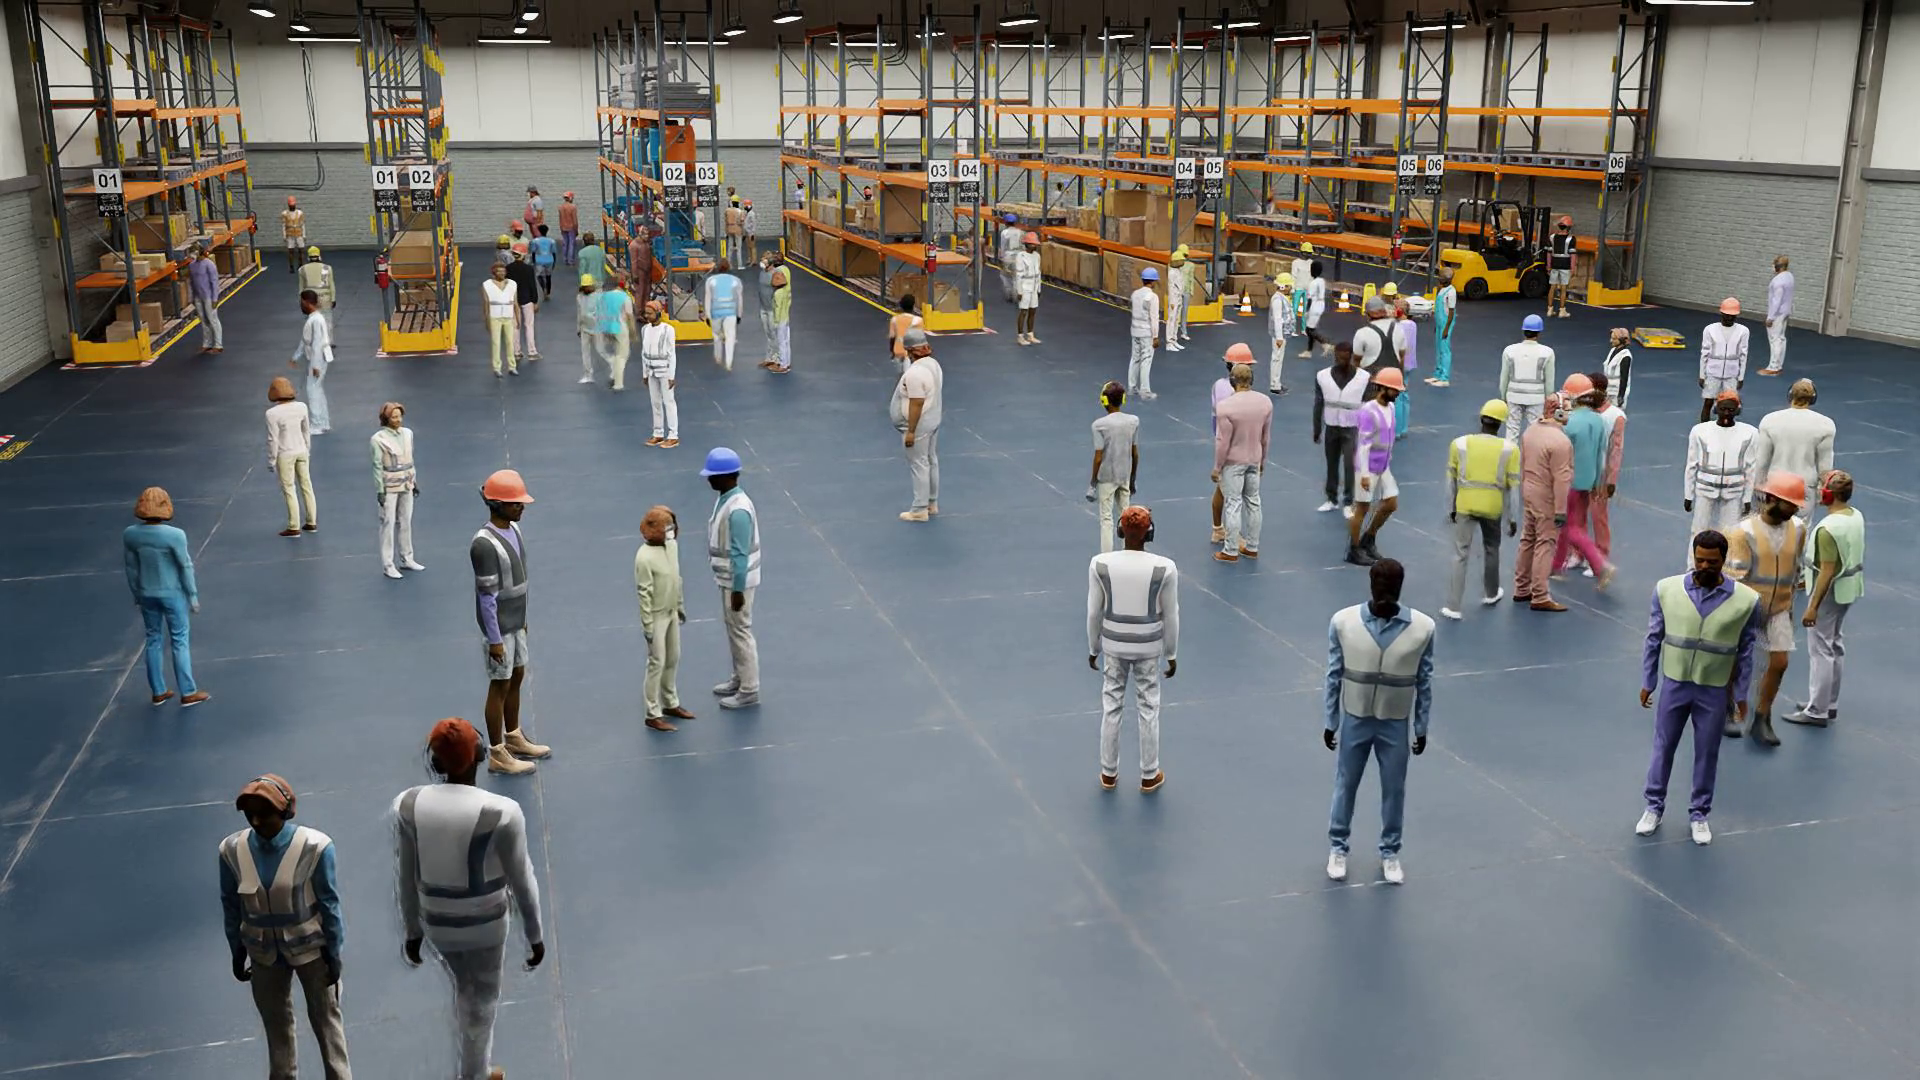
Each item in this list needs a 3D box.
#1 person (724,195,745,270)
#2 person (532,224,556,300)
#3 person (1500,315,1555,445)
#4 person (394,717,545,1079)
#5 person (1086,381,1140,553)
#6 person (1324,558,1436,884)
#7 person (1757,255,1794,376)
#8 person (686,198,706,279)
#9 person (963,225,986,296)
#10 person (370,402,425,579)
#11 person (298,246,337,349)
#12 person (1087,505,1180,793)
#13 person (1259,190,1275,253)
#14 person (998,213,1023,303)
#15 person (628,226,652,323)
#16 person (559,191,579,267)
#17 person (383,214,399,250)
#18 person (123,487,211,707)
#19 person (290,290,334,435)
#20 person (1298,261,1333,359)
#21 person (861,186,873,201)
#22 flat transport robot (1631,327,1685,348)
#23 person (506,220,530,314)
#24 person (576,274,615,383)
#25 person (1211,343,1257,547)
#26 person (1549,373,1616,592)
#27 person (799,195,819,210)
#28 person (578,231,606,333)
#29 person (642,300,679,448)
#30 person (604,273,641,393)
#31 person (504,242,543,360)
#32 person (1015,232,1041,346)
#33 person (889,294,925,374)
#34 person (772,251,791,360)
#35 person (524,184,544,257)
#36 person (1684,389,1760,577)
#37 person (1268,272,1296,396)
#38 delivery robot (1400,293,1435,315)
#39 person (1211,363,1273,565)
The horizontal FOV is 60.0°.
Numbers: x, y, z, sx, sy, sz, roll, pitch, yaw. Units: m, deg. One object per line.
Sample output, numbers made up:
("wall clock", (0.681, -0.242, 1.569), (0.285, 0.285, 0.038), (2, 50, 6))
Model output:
("person", (-5.841, -8.001, 43.294), (0.583, 1.917, 0.404), (5, 16, 19))
("person", (-9.134, -6.113, 36.618), (0.538, 1.680, 0.641), (-8, 17, -26))
("person", (6.548, -1.627, 19.235), (0.602, 1.949, 0.394), (9, 17, 30))
("person", (-2.052, 1.635, 7.133), (0.607, 1.854, 0.659), (4, 15, 15))
("person", (1.400, -0.532, 15.280), (0.521, 1.865, 0.327), (-7, 17, -26))
("person", (2.357, 1.007, 9.411), (0.602, 1.909, 0.392), (3, 15, 11))
("person", (13.108, -3.596, 26.669), (0.372, 1.936, 0.629), (14, 20, 42))
("person", (-6.587, -7.461, 41.119), (0.611, 1.985, 0.393), (-6, 16, -21))
("person", (0.314, -6.236, 37.199), (0.531, 1.616, 0.682), (1, 15, 5))
("person", (-5.246, -0.474, 15.488), (0.314, 1.639, 0.517), (7, 16, 24))
("person", (-11.389, -4.287, 29.509), (0.609, 1.821, 0.412), (-2, 15, -6))
("person", (1.103, 0.698, 10.613), (0.584, 1.882, 0.349), (3, 15, 13))
("person", (8.456, -8.620, 45.598), (0.545, 1.912, 0.786), (-6, 16, -23))
("person", (1.069, -6.122, 36.174), (0.618, 1.931, 0.526), (-9, 17, -31))
("person", (-6.316, -5.286, 33.116), (0.400, 1.892, 0.659), (5, 16, 18))
("person", (-10.342, -8.239, 44.079), (0.605, 1.977, 0.434), (10, 18, 32))
("person", (-15.155, -8.270, 44.532), (0.622, 1.789, 0.469), (5, 16, 18))
("person", (-5.813, 0.416, 12.151), (0.507, 1.631, 0.266), (2, 15, 9))
("person", (-8.615, -2.368, 22.113), (0.540, 1.907, 0.628), (-7, 16, -25))
("person", (6.065, -3.891, 28.253), (0.556, 1.683, 0.543), (8, 17, 28))
("person", (-2.721, -9.539, 49.188), (0.508, 1.862, 0.325), (7, 17, 26))
("flat transport robot", (12.650, -3.669, 30.134), (0.652, 0.197, 1.431), (3, 15, 11))
("person", (-8.969, -5.495, 33.743), (0.606, 1.977, 0.474), (-12, 19, -39))
("person", (-5.715, -3.326, 26.086), (0.498, 1.725, 0.597), (9, 17, 29))
("person", (2.707, -0.919, 16.392), (0.371, 2.044, 0.608), (-6, 16, -23))
("person", (5.613, -0.518, 15.034), (0.620, 1.966, 0.853), (-11, 18, -36))
("person", (-4.433, -9.477, 48.989), (0.629, 1.840, 0.429), (-3, 15, -11))
("person", (-6.944, -4.861, 31.446), (0.366, 1.931, 0.631), (11, 18, 35))
("person", (-3.839, -2.116, 21.217), (0.574, 1.880, 0.360), (11, 18, 35))
("person", (-5.114, -3.119, 25.109), (0.464, 1.818, 0.573), (-14, 20, -42))
("person", (-7.444, -4.054, 28.281), (0.612, 1.995, 0.379), (4, 16, 16))
("person", (1.258, -4.521, 29.961), (0.402, 2.035, 0.614), (14, 20, 41))
("person", (-0.781, -2.650, 23.623), (0.537, 1.670, 0.777), (8, 17, 28))
("person", (-3.094, -3.991, 28.337), (0.429, 1.845, 0.621), (2, 15, 7))
("person", (-11.925, -8.923, 46.513), (0.536, 2.000, 0.688), (-8, 17, -28))
("person", (6.745, -0.409, 14.803), (0.568, 1.878, 0.351), (5, 16, 19))
("person", (4.827, -3.094, 24.975), (0.404, 1.835, 0.590), (4, 15, 14))
("delivery robot", (9.132, -4.713, 33.340), (0.707, 0.478, 0.477), (9, 17, 30))
("person", (2.673, -0.725, 15.874), (0.627, 1.934, 0.371), (-8, 17, -28))
